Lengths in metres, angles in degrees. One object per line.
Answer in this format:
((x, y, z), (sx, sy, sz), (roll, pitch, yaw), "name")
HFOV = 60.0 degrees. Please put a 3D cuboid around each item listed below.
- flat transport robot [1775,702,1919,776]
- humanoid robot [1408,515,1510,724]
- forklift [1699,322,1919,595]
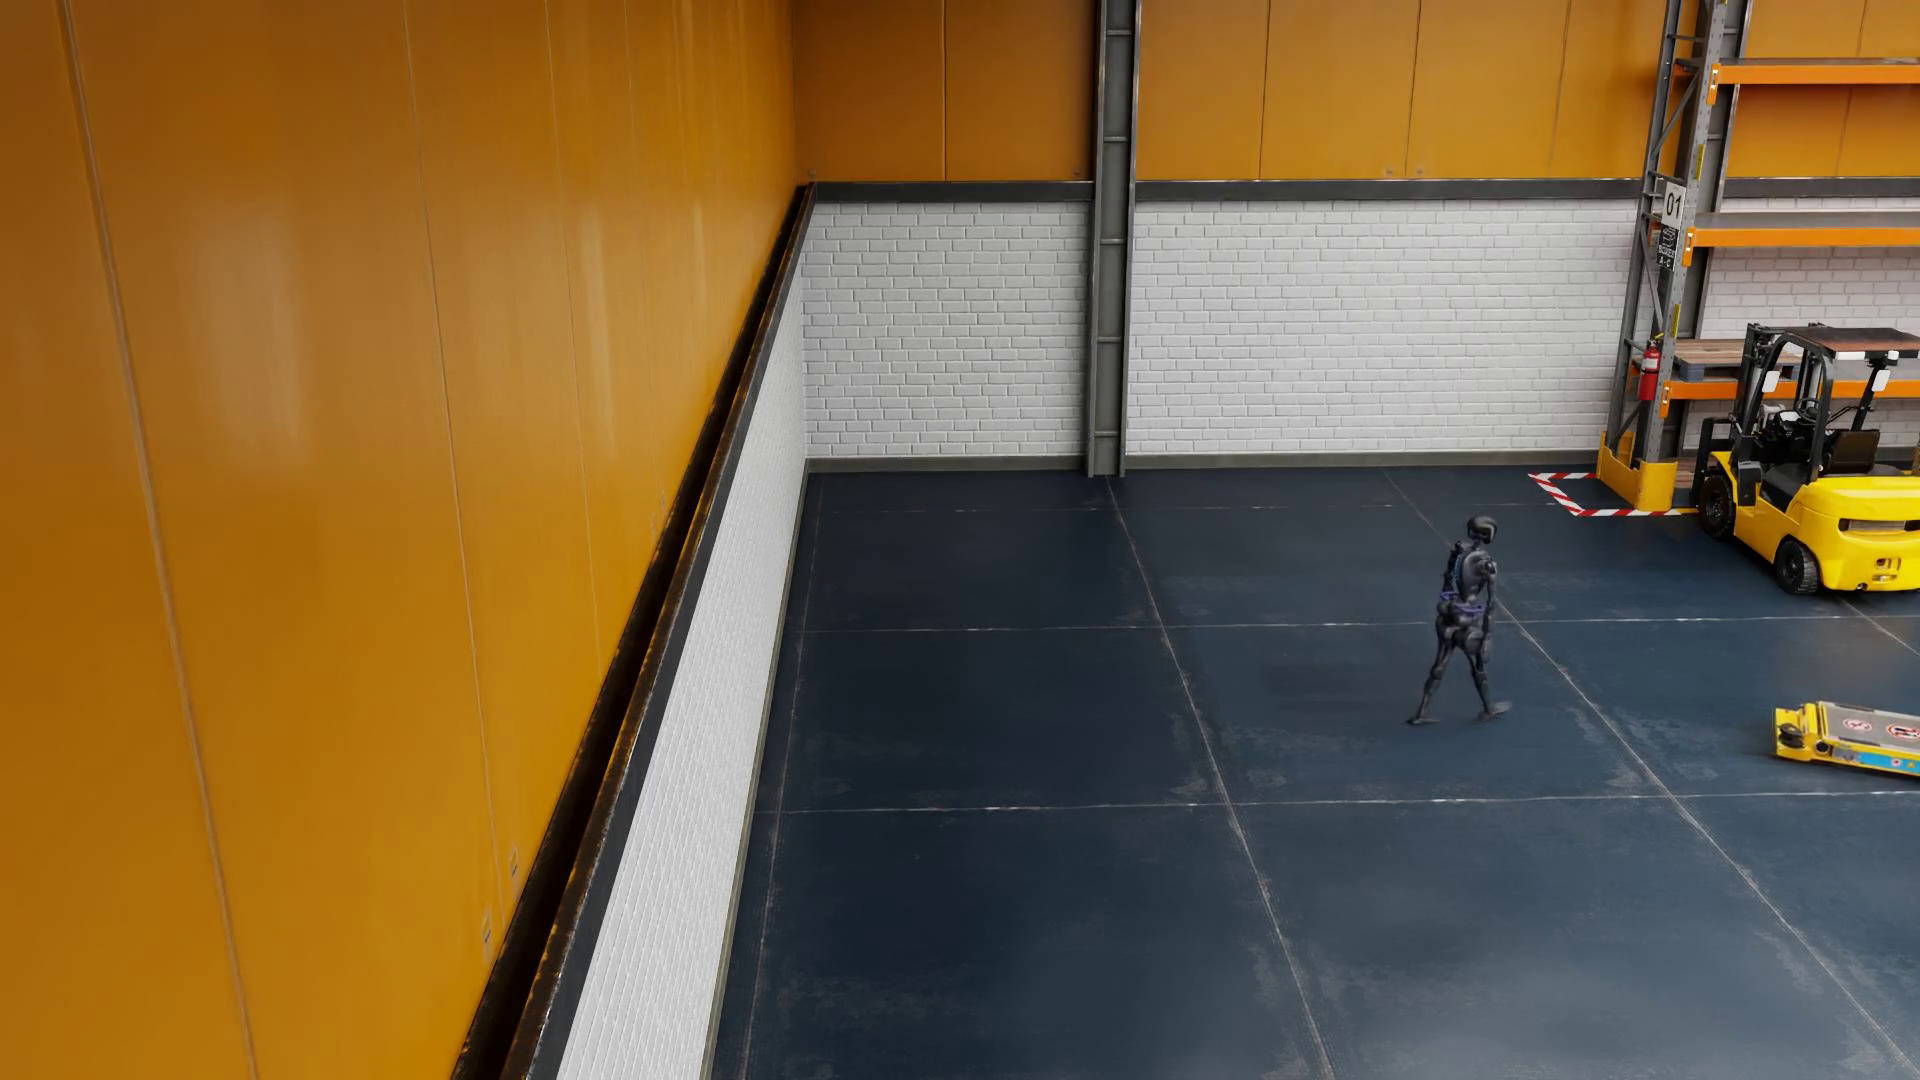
((6.517, 1.435, 11.662), (1.431, 0.231, 0.659), (9, 22, 22), "flat transport robot")
((3.671, 0.570, 12.035), (0.770, 1.628, 0.608), (-7, 21, -18), "humanoid robot")
((7.809, -0.792, 14.926), (1.214, 2.155, 2.313), (-1, 20, -2), "forklift")
